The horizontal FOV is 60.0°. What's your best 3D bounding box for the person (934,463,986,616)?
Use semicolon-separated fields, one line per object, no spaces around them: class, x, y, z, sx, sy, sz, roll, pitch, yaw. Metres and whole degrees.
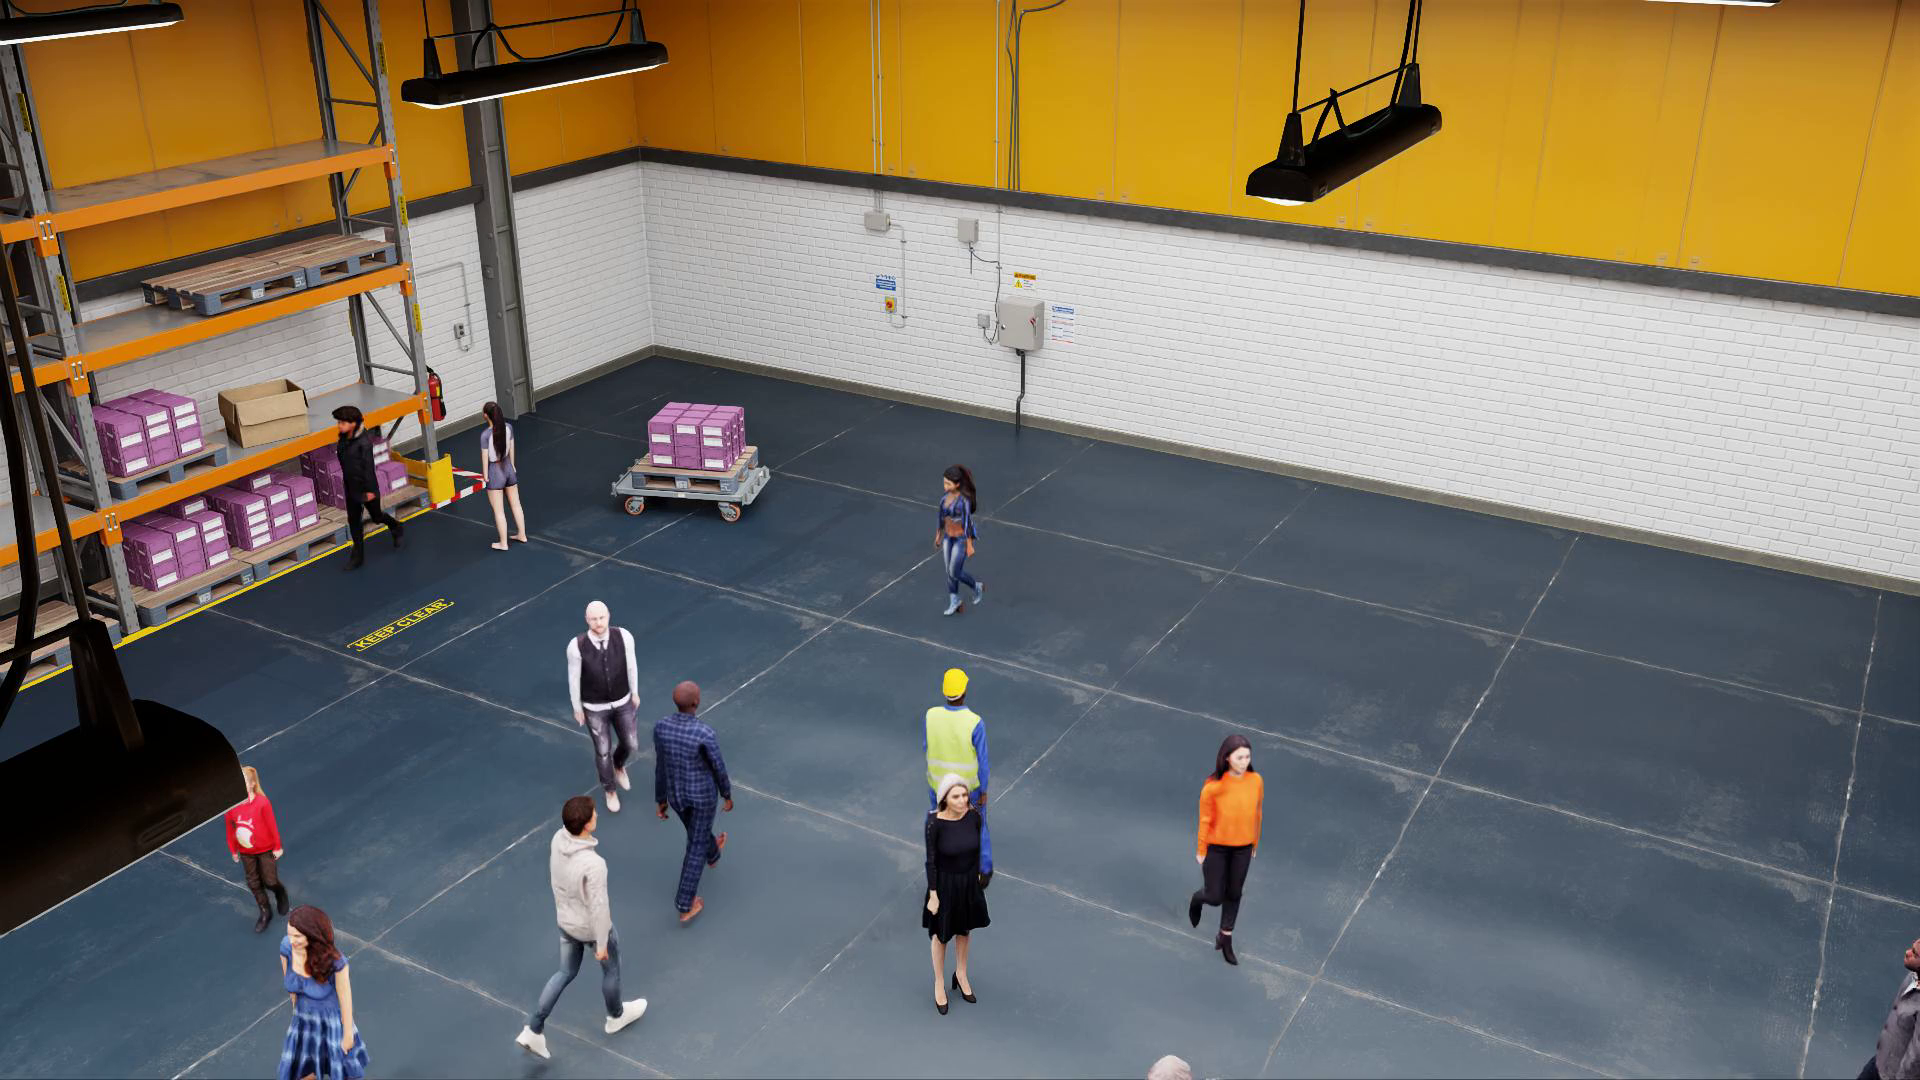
person;0.036;-0.006;16.367;0.839;1.613;0.786;-14;27;-30

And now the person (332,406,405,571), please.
person;-6.246;-0.589;17.521;0.708;1.758;1.100;10;25;21

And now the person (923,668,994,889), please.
person;-0.082;1.768;12.067;0.794;1.807;0.815;7;25;15

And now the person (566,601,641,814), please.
person;-2.811;1.272;13.200;0.851;1.808;0.922;-10;26;-22

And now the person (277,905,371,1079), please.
person;-3.641;2.832;9.650;0.747;1.794;0.772;7;25;16

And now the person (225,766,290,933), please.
person;-4.981;2.162;11.831;0.628;1.273;0.692;-1;24;-2

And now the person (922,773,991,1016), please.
person;-0.036;2.304;10.915;0.660;1.747;0.754;-12;26;-26

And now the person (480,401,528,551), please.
person;-4.937;-0.703;17.921;0.659;1.646;0.454;15;28;31

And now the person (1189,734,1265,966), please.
person;1.797;2.081;11.441;0.864;1.736;0.916;-8;25;-17

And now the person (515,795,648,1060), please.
person;-2.458;2.457;10.466;0.776;1.826;1.207;18;29;35

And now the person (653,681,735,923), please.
person;-1.930;1.886;11.860;0.782;1.757;1.217;8;25;18
